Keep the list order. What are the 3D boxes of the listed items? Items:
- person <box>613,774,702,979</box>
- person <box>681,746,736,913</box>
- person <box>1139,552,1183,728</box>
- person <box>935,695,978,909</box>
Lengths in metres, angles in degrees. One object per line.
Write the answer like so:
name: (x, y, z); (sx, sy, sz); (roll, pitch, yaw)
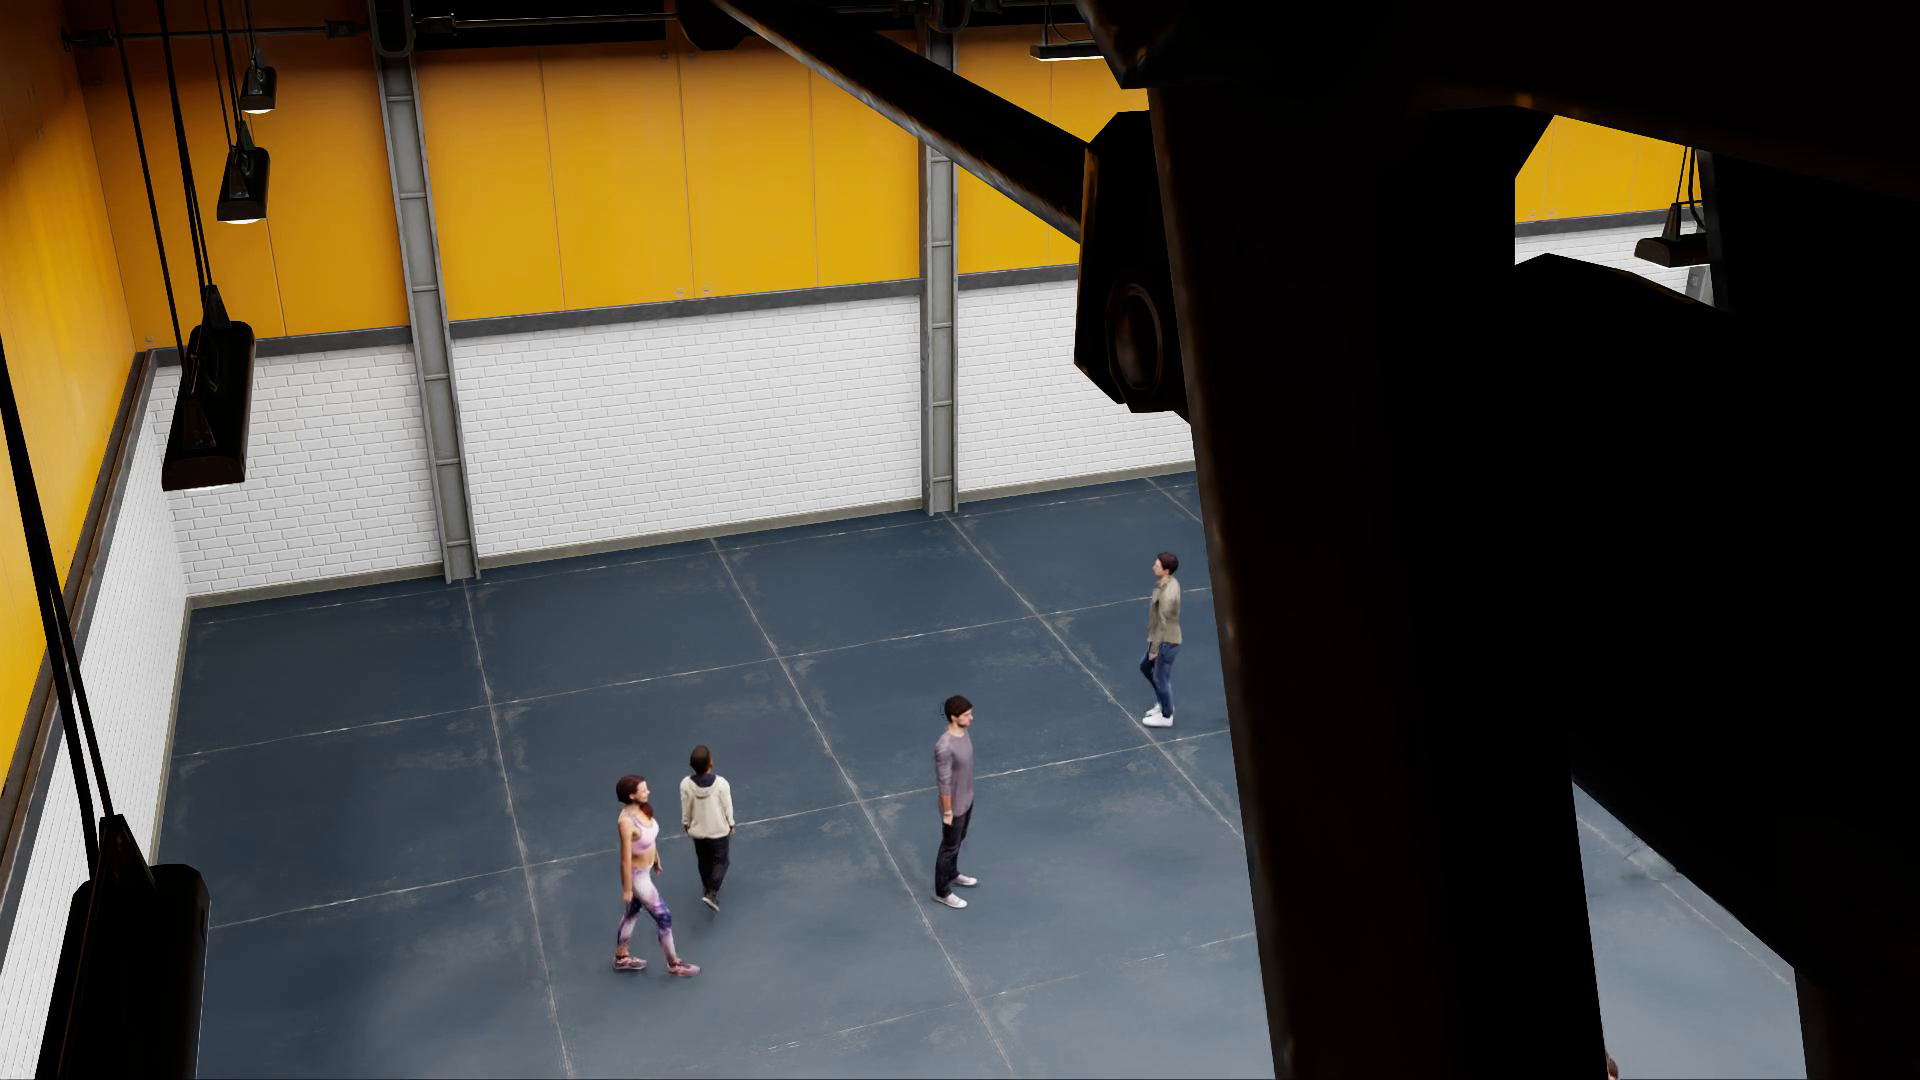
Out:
person: (-2.527, 2.570, 12.637); (1.029, 1.739, 0.812); (0, 24, 1)
person: (-2.047, 2.359, 13.485); (0.846, 1.446, 0.862); (4, 24, 9)
person: (2.066, 0.979, 16.134); (0.802, 1.855, 0.814); (2, 24, 5)
person: (-0.046, 2.095, 13.585); (0.750, 1.851, 0.740); (7, 24, 15)
